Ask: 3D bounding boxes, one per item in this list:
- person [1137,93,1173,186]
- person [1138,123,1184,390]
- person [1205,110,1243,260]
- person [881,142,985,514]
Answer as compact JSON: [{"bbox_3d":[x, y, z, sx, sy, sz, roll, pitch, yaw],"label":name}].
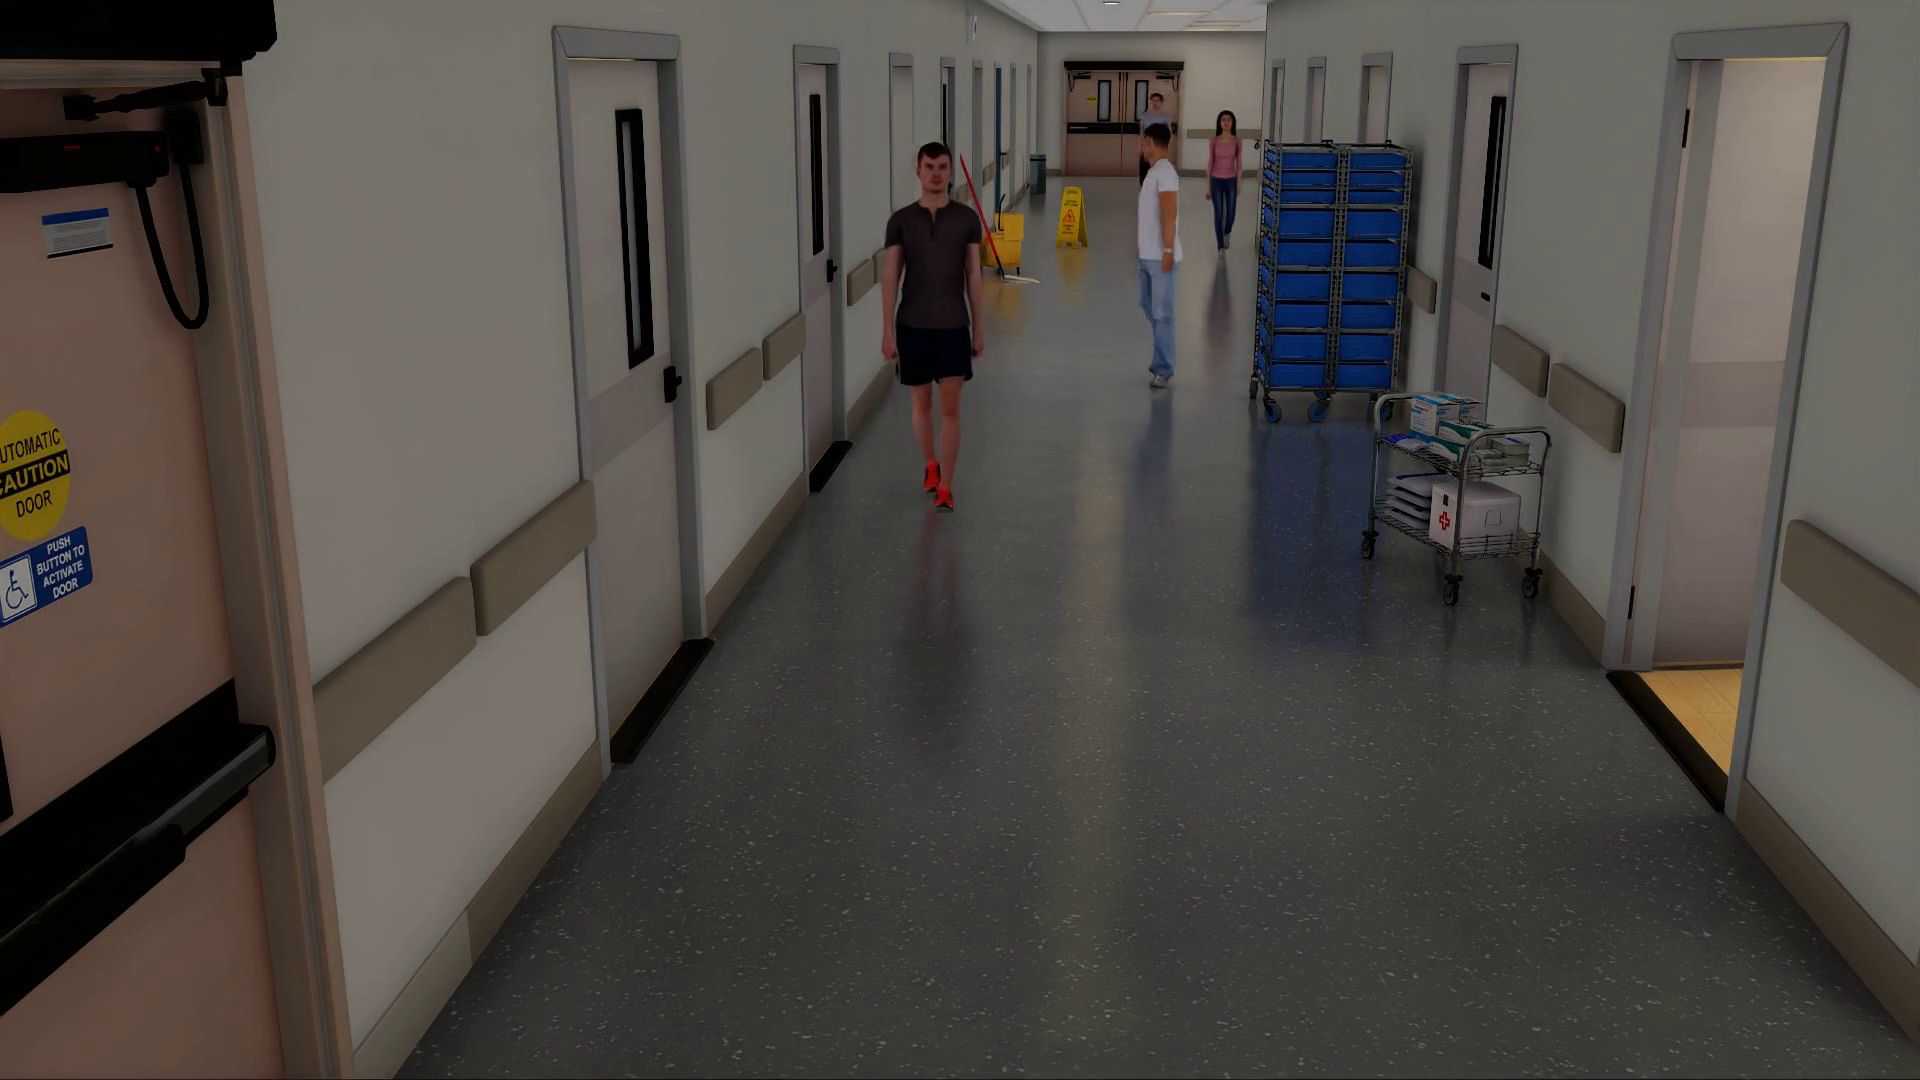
[{"bbox_3d":[3.035,-5.989,25.865,0.809,1.851,0.883,7,17,23],"label":"person"},{"bbox_3d":[1.443,-1.995,11.745,0.957,1.827,0.557,-5,16,-17],"label":"person"},{"bbox_3d":[3.163,-4.266,19.977,0.577,1.731,0.763,2,16,6],"label":"person"},{"bbox_3d":[-0.140,-1.061,8.478,0.747,1.802,1.180,0,16,-1],"label":"person"}]
